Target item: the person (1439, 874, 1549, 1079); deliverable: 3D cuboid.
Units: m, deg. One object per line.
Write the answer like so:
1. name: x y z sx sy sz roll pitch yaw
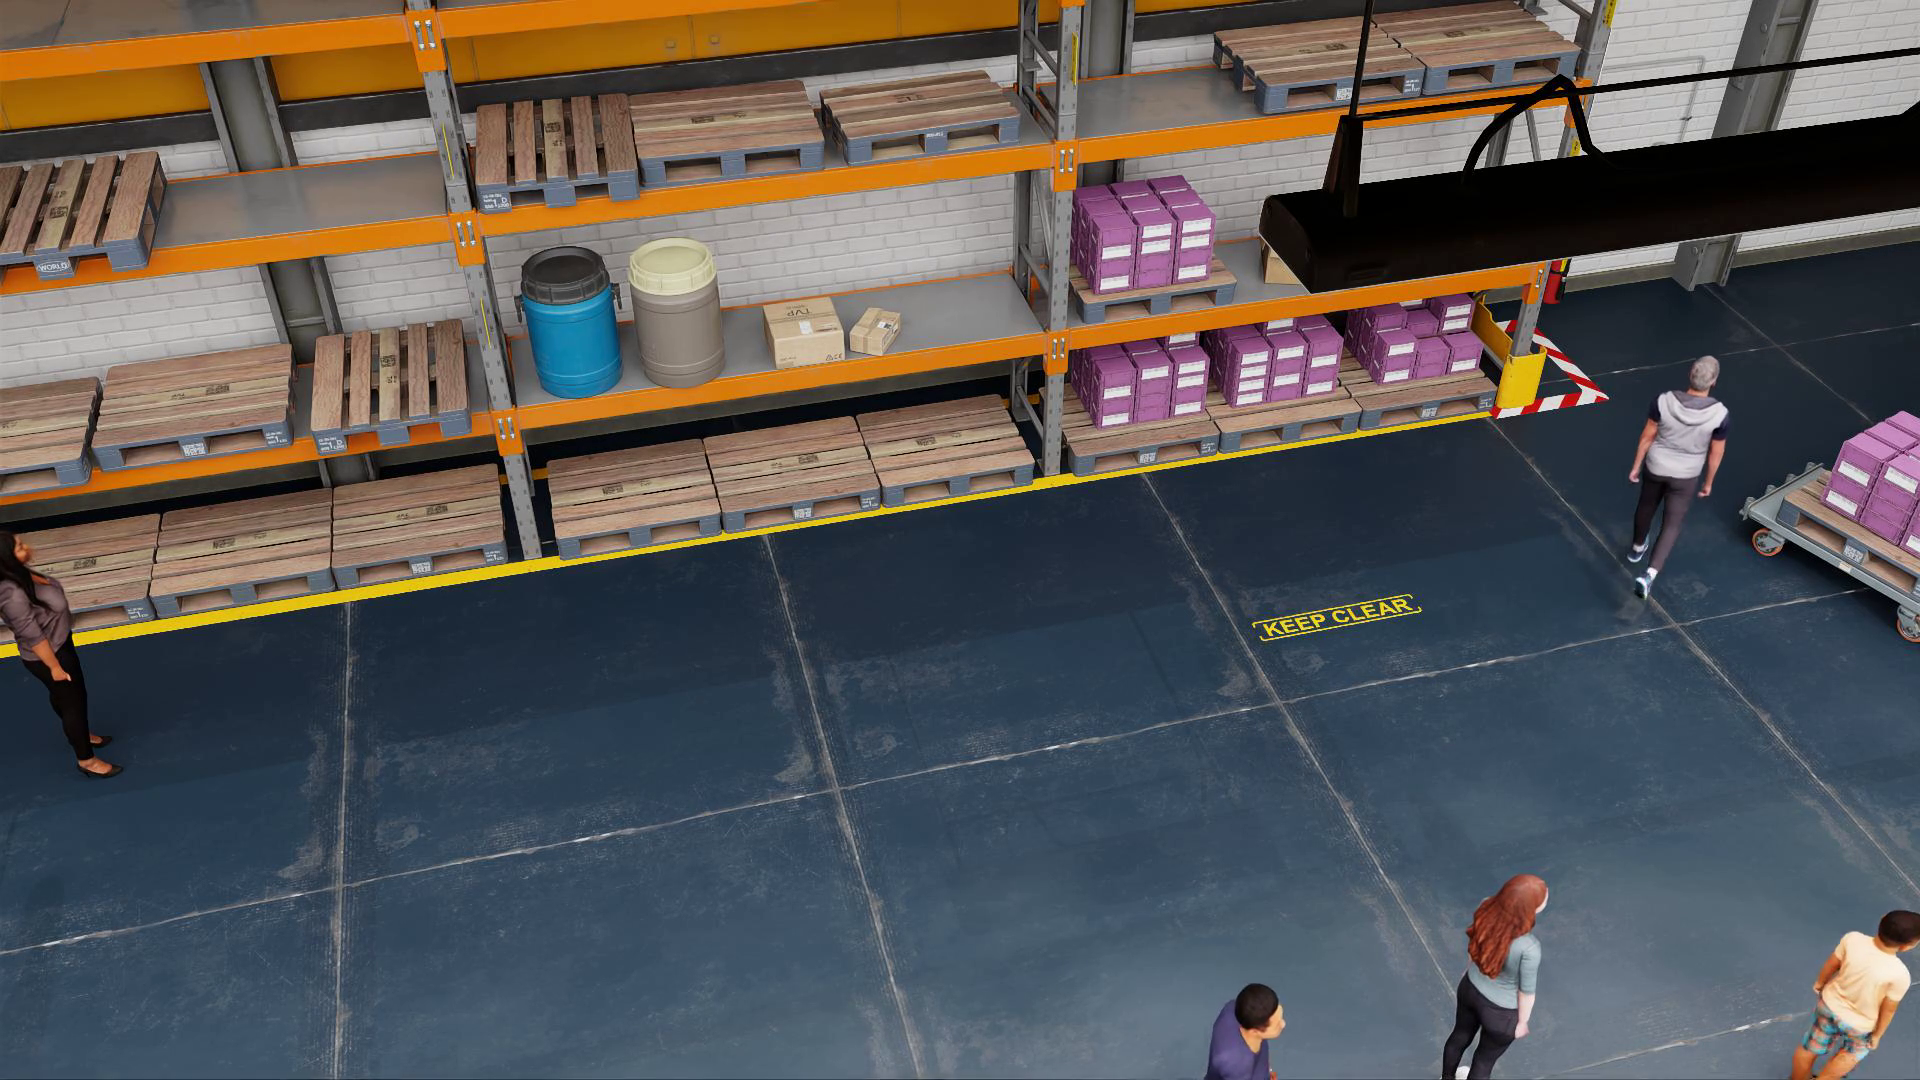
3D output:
1. person: 2.615 2.257 8.184 0.578 1.742 0.608 -15 41 -18

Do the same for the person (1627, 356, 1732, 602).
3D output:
1. person: 4.888 -0.410 11.474 1.149 1.804 1.221 21 43 24

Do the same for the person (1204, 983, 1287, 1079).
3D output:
1. person: 1.167 2.612 7.734 1.214 1.749 0.902 3 39 4

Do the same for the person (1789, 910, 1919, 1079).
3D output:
1. person: 4.379 2.374 8.270 0.638 1.452 0.623 -23 44 -26

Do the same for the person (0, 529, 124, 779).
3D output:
1. person: -5.521 0.690 10.066 0.694 1.842 0.711 -21 43 -24
